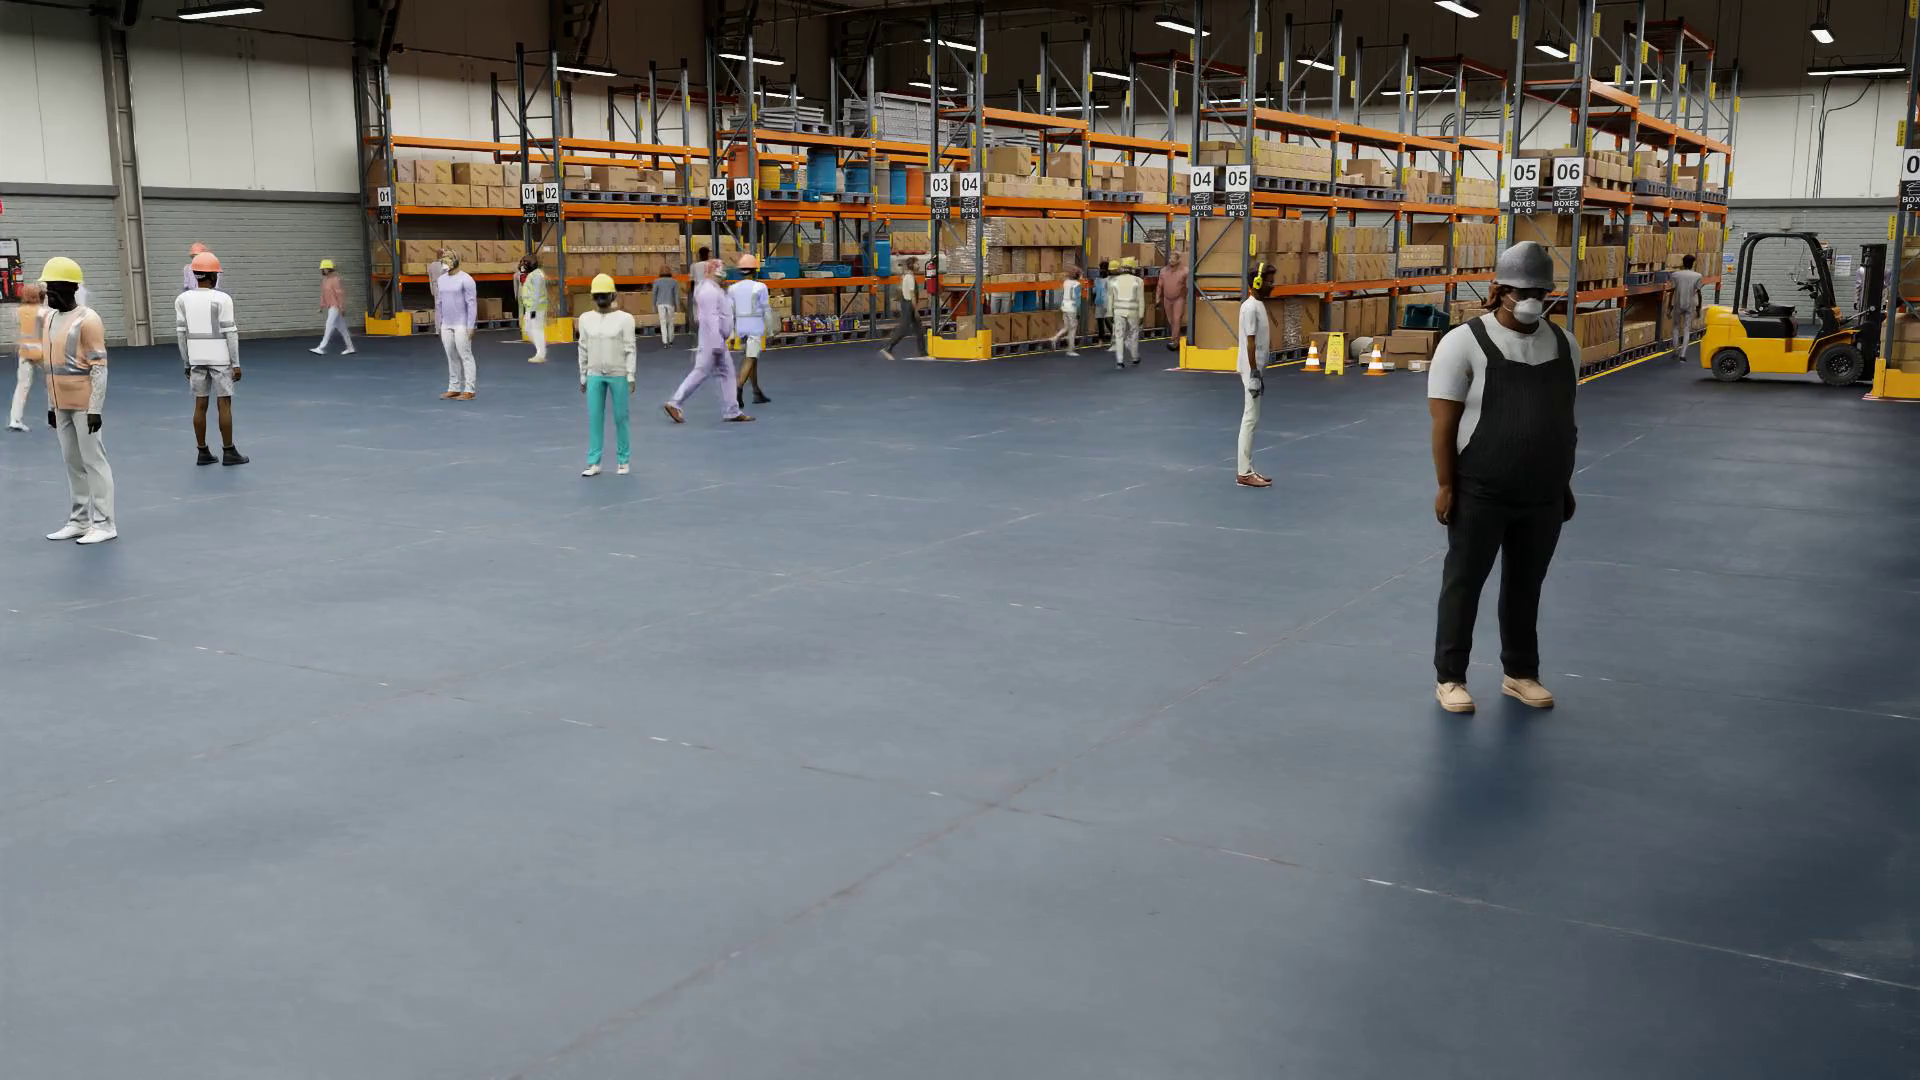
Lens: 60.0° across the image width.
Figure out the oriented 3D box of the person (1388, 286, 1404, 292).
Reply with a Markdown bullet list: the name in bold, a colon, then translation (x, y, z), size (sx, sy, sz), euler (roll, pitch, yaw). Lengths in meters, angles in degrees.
- **person**: translation (10.465, -6.012, 39.804), size (0.624, 1.876, 0.937), euler (7, 12, 35)

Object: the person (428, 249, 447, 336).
- **person**: translation (-11.232, -5.379, 36.196), size (0.652, 1.906, 0.402), euler (6, 12, 31)

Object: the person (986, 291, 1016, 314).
- **person**: translation (0.816, -4.813, 32.973), size (0.626, 1.931, 0.375), euler (0, 10, 0)

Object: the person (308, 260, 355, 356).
- **person**: translation (-11.408, -4.197, 30.119), size (0.919, 1.715, 0.544), euler (-9, 14, -42)

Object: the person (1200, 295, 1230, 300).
- **person**: translation (4.638, -4.394, 30.329), size (0.606, 2.035, 0.405), euler (6, 12, 30)

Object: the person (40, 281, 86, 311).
- **person**: translation (-11.378, -2.643, 21.094), size (0.630, 1.823, 0.439), euler (0, 10, 0)

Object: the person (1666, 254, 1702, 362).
- **person**: translation (12.474, -3.986, 28.617), size (0.561, 1.829, 0.897), euler (5, 11, 25)

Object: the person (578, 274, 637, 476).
- **person**: translation (-3.084, -1.441, 14.547), size (0.530, 1.767, 0.336), euler (1, 10, 5)

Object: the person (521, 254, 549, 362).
- **person**: translation (-7.250, -3.936, 28.329), size (0.440, 1.829, 0.625), euler (-4, 11, -24)

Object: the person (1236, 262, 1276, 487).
- **person**: translation (2.480, -1.376, 13.905), size (0.328, 1.862, 0.508), euler (2, 10, 11)

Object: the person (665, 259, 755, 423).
- **person**: translation (-2.872, -2.247, 18.815), size (0.972, 1.859, 0.646), euler (0, 10, -3)

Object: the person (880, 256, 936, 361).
- **person**: translation (-0.910, -3.946, 28.465), size (0.931, 1.816, 0.511), euler (1, 10, 5)

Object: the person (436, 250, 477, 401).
- **person**: translation (-6.492, -2.762, 21.445), size (0.635, 1.937, 0.352), euler (6, 12, 30)

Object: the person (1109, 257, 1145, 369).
- **person**: translation (2.727, -3.690, 27.052), size (0.612, 1.780, 0.922), euler (3, 11, 17)

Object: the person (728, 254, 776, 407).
- **person**: translation (-2.643, -2.602, 20.700), size (0.545, 1.903, 0.982), euler (6, 12, 29)

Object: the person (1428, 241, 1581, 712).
- **person**: translation (2.382, -0.264, 7.166), size (0.688, 2.000, 0.536), euler (-2, 10, -12)

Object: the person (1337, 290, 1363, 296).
- **person**: translation (8.793, -5.588, 37.379), size (0.548, 1.891, 0.947), euler (7, 13, 36)

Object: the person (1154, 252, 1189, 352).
- **person**: translation (3.995, -4.474, 31.258), size (0.658, 1.856, 0.972), euler (6, 12, 32)

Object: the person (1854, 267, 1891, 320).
- **person**: translation (17.287, -4.554, 31.547), size (0.585, 1.921, 0.392), euler (6, 12, 31)

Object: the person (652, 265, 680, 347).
- **person**: translation (-5.774, -4.581, 32.601), size (0.524, 1.590, 0.777), euler (-3, 11, -17)

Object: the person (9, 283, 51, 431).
- **person**: translation (-10.043, -1.994, 18.121), size (0.527, 1.593, 0.884), euler (3, 10, 15)

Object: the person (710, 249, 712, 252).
- **person**: translation (-6.067, -6.118, 40.401), size (0.573, 1.883, 0.359), euler (7, 12, 33)

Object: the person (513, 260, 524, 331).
- **person**: translation (-10.049, -5.642, 38.431), size (0.498, 1.633, 0.278), euler (0, 10, 2)

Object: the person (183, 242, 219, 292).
- **person**: translation (-12.917, -4.042, 28.343), size (0.643, 2.031, 0.475), euler (1, 10, 6)

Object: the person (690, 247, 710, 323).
- **person**: translation (-5.490, -5.318, 35.742), size (0.625, 1.946, 0.637), euler (0, 10, 1)

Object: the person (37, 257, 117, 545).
- **person**: translation (-5.989, -0.938, 11.251), size (0.588, 1.930, 0.361), euler (6, 12, 31)

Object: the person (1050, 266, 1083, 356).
- **person**: translation (1.931, -4.081, 29.701), size (0.525, 1.618, 0.547), euler (-6, 12, -29)

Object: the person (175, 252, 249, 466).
- **person**: translation (-6.820, -1.641, 15.167), size (0.551, 1.936, 0.357), euler (1, 10, 7)

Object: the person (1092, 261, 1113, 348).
- **person**: translation (2.786, -4.530, 32.076), size (0.534, 1.687, 0.378), euler (7, 12, 35)

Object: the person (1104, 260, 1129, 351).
- **person**: translation (2.995, -4.413, 31.346), size (0.674, 1.709, 0.527), euler (-9, 14, -42)
